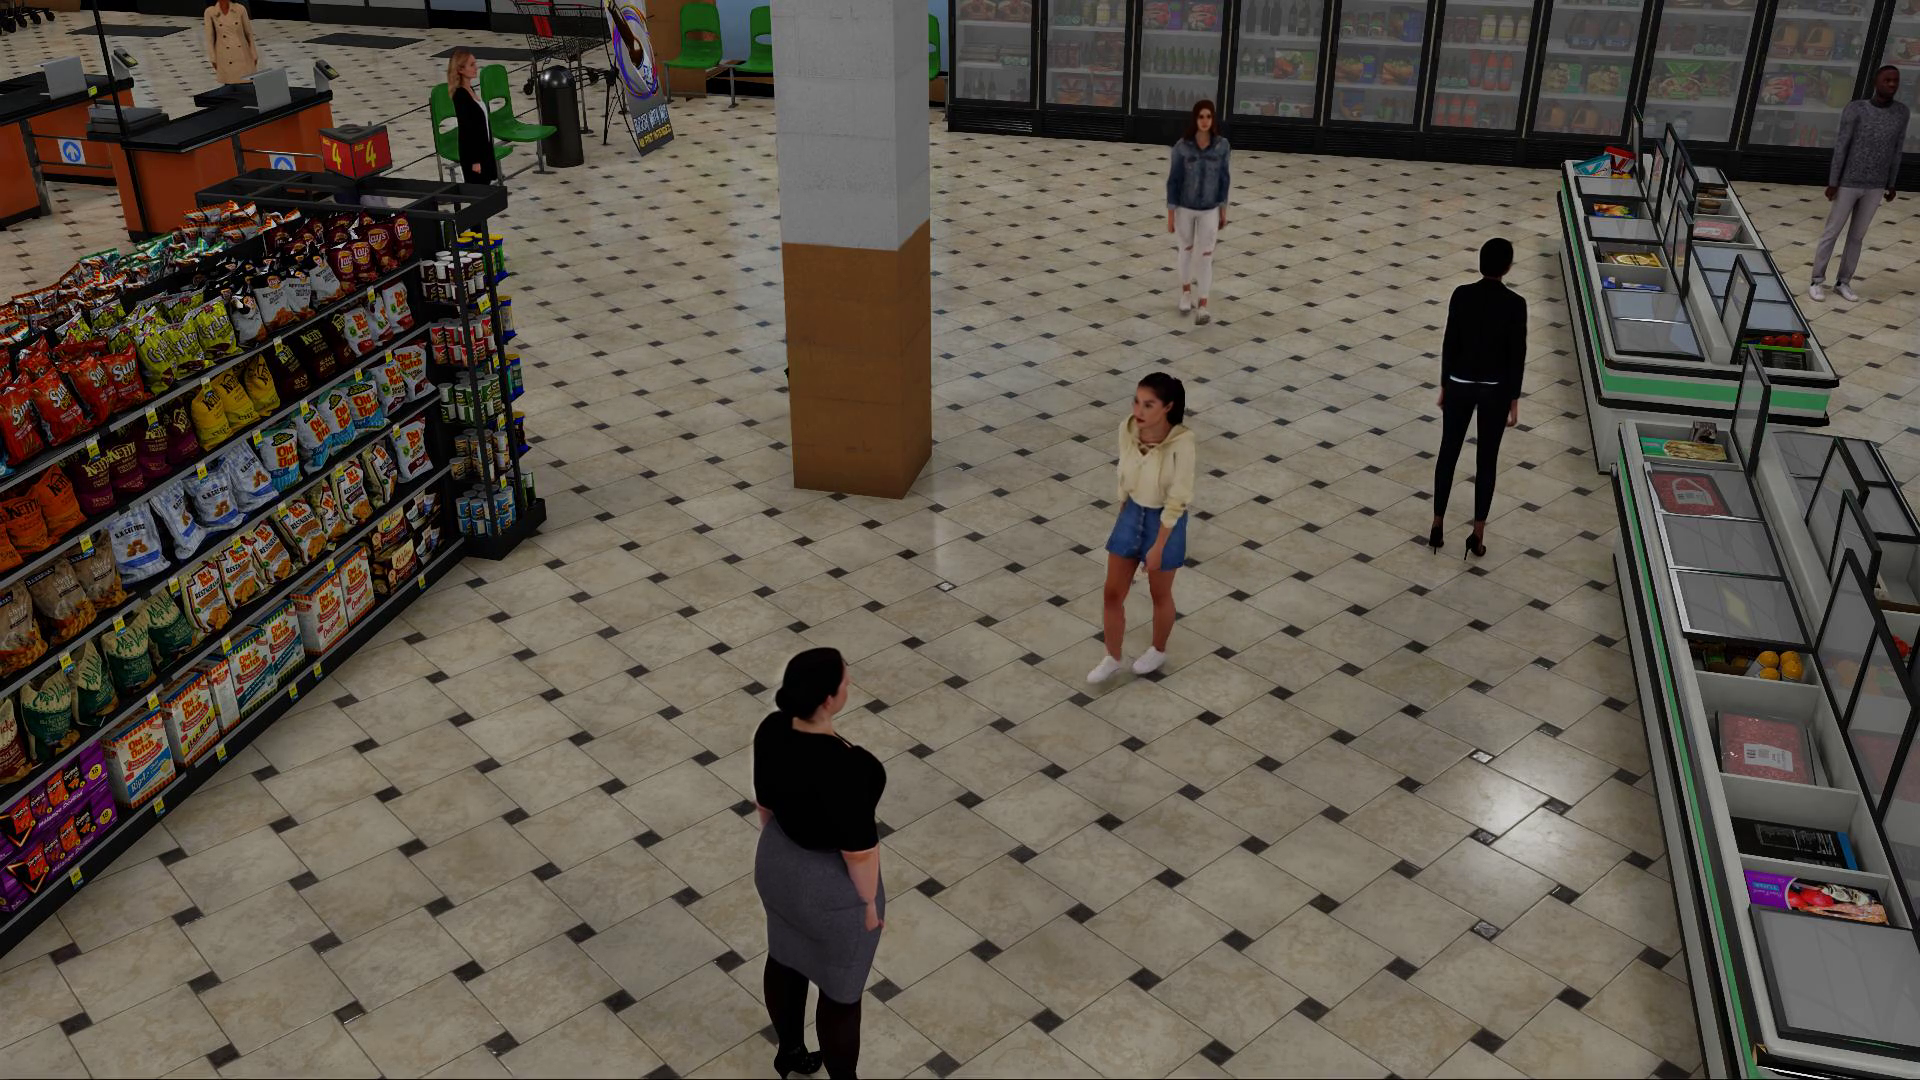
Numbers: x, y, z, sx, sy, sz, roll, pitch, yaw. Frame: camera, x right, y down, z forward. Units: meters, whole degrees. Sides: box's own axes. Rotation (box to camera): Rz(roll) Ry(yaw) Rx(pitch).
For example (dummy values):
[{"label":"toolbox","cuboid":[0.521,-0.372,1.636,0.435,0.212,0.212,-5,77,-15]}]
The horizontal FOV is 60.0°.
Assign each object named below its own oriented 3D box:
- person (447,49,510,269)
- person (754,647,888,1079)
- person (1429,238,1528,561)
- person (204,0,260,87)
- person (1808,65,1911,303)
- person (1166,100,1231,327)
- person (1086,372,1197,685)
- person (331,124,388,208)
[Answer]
[{"label":"person","cuboid":[-4.033,-3.155,13.824,0.737,1.802,0.595,-4,27,-7]},{"label":"person","cuboid":[-0.469,1.128,5.427,0.795,1.758,0.777,-24,35,-39]},{"label":"person","cuboid":[2.814,-0.759,9.065,0.649,1.834,0.614,16,31,29]},{"label":"person","cuboid":[-7.861,-5.217,18.026,0.723,1.681,0.744,-10,29,-20]},{"label":"person","cuboid":[7.089,-2.810,13.105,0.729,1.838,0.623,1,27,2]},{"label":"person","cuboid":[1.798,-2.518,12.715,0.752,1.670,1.073,2,27,5]},{"label":"person","cuboid":[0.978,-0.072,7.956,0.791,1.612,0.867,21,34,36]},{"label":"person","cuboid":[-4.057,-1.932,11.382,0.816,1.830,0.637,-2,27,-4]}]
